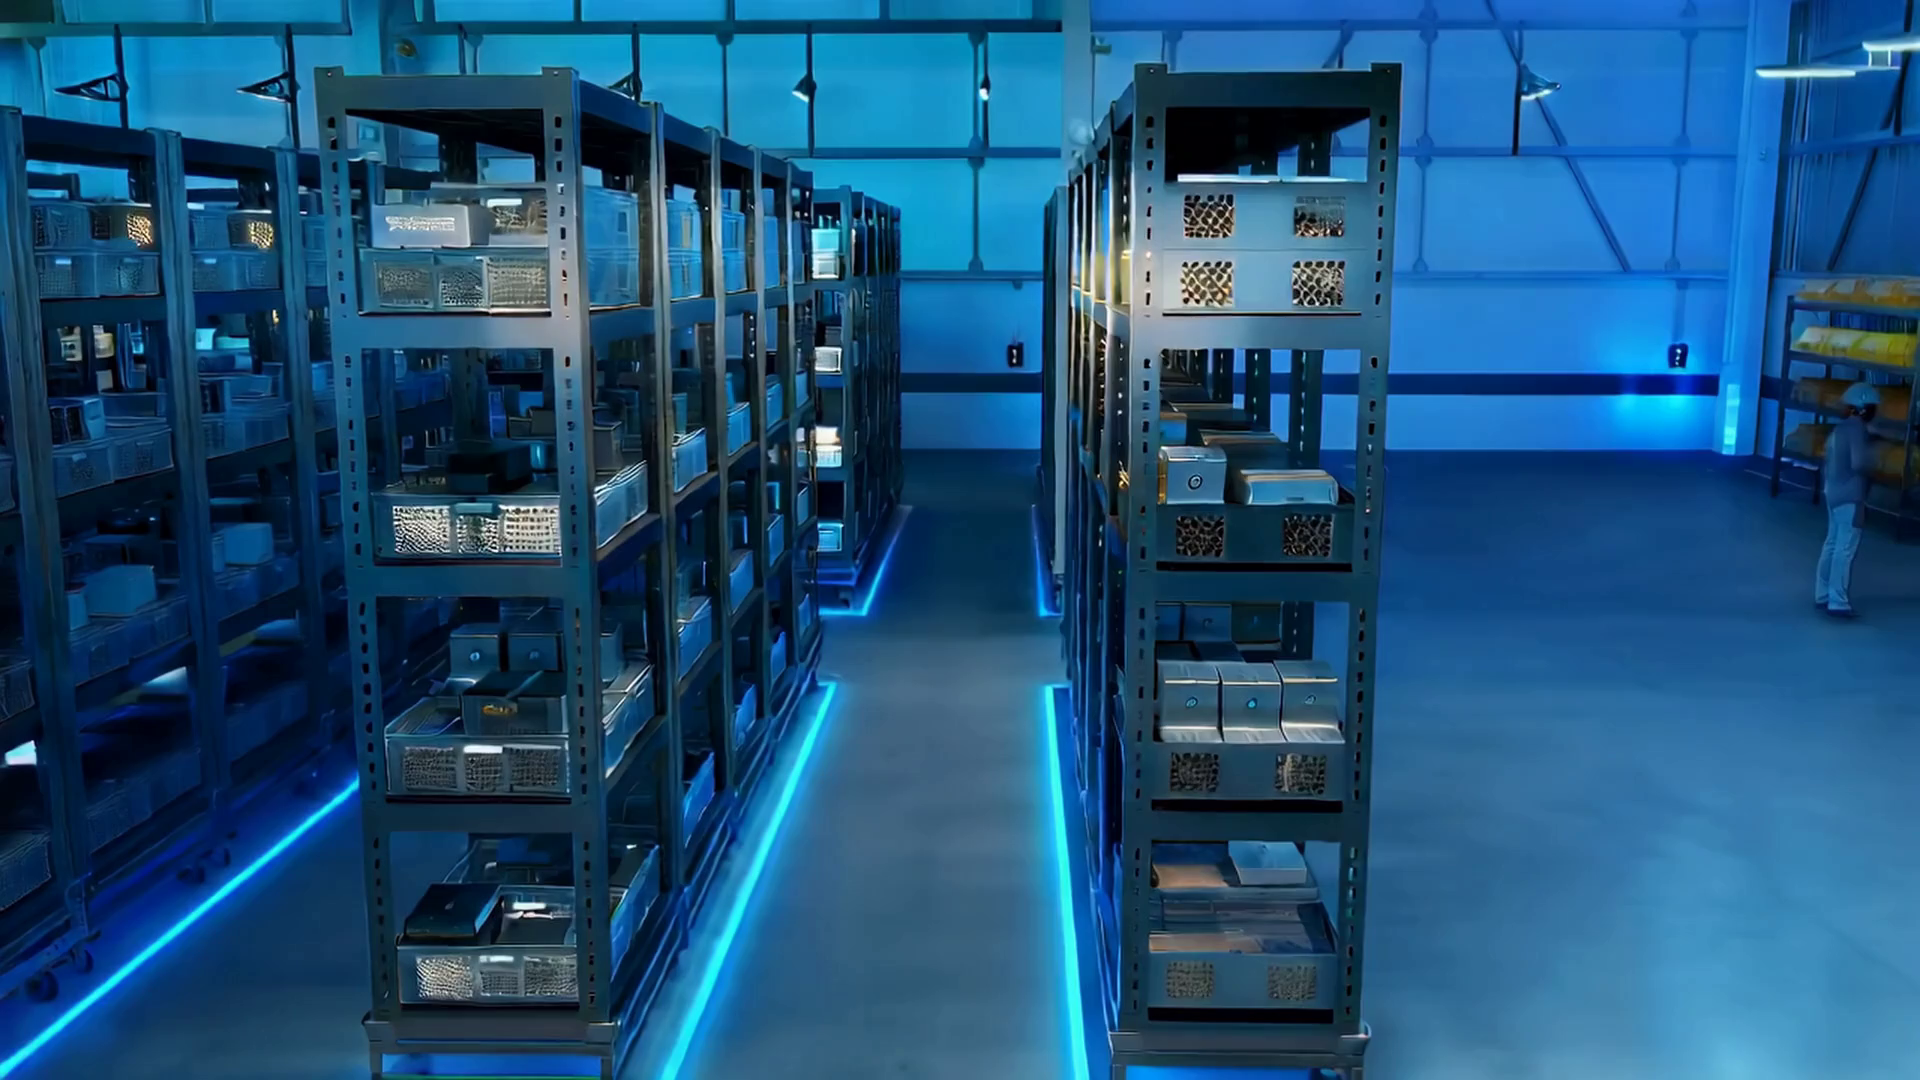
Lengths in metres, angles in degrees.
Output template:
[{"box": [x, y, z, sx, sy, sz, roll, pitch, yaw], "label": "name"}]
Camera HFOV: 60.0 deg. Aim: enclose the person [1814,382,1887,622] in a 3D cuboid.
[{"box": [7.443, -0.321, 13.895, 0.396, 1.992, 0.623, 2, 10, 9], "label": "person"}]
